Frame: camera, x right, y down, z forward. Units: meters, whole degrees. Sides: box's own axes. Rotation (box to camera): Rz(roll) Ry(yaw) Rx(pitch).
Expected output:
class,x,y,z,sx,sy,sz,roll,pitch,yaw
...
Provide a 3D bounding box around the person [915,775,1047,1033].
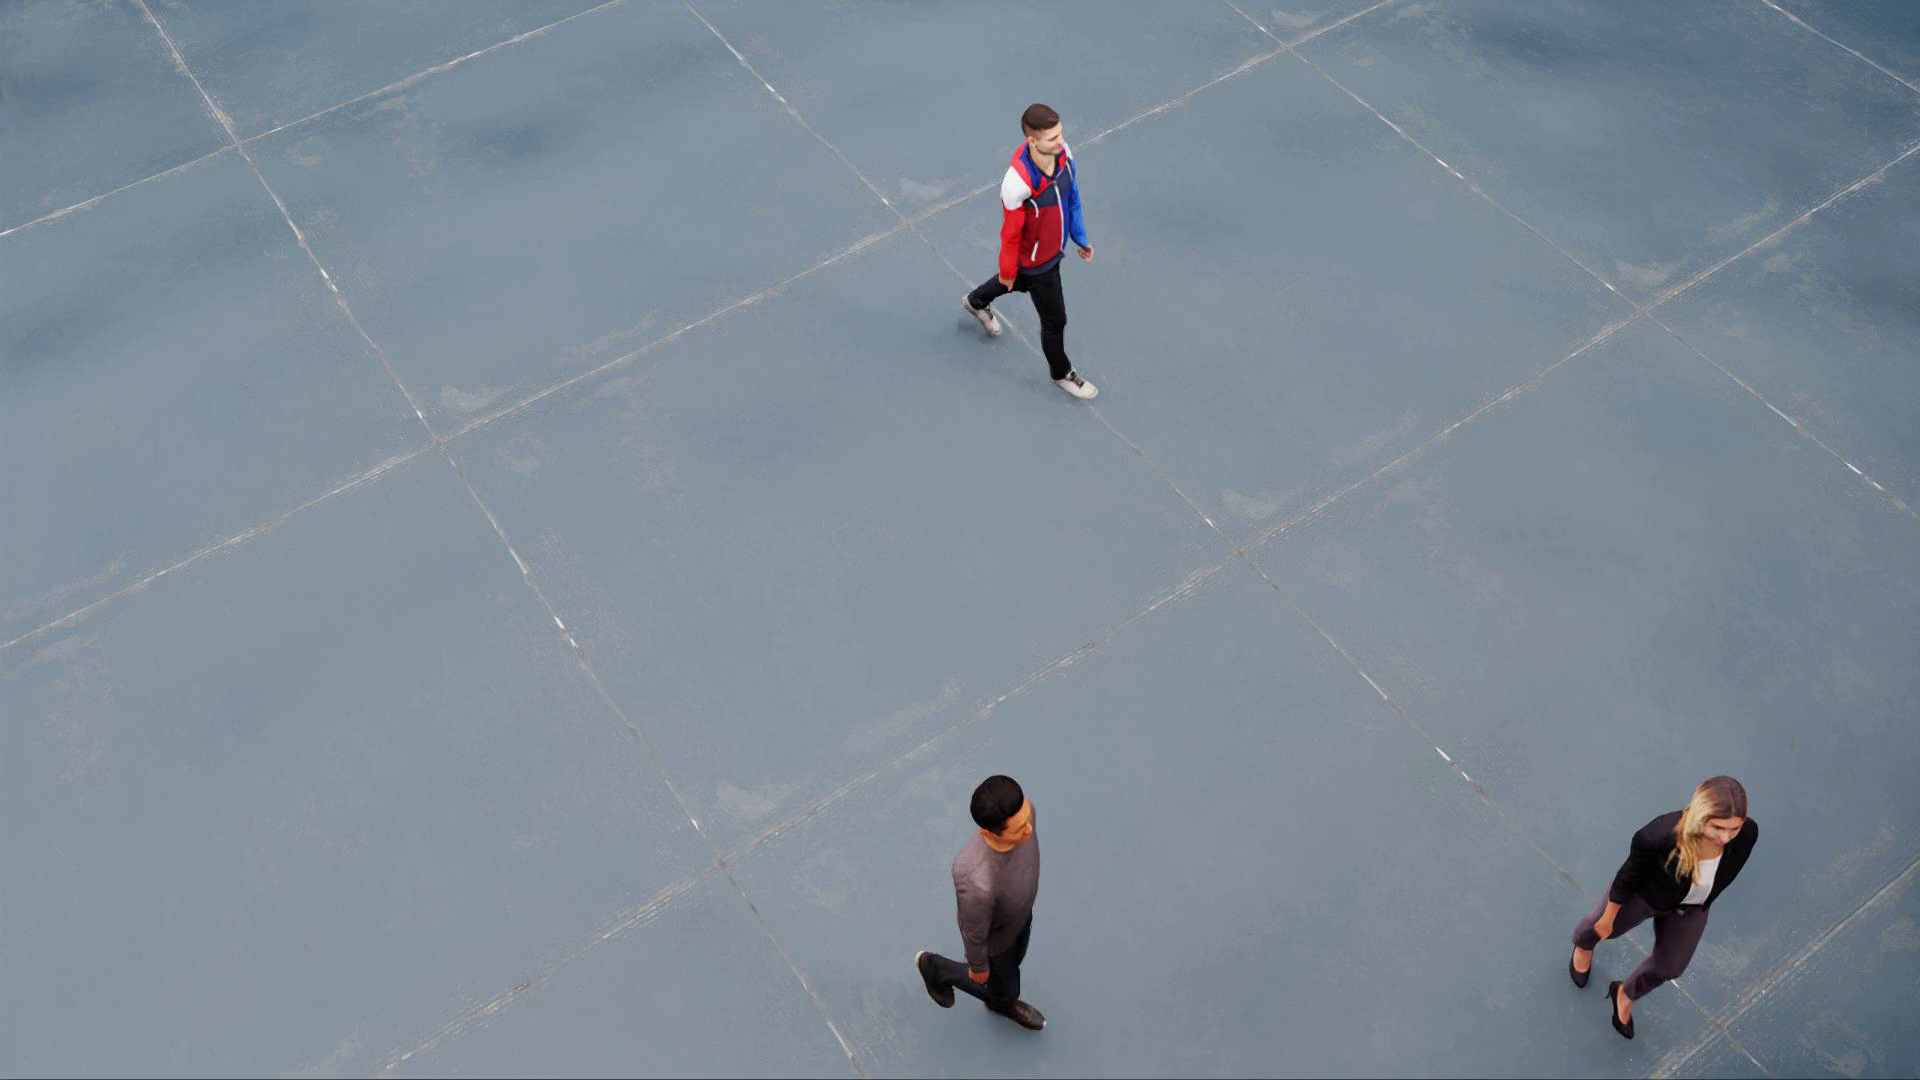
class,x,y,z,sx,sy,sz,roll,pitch,yaw
person,0.067,1.373,6.234,0.937,1.762,0.852,29,58,21

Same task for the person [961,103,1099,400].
class,x,y,z,sx,sy,sz,roll,pitch,yaw
person,0.321,-1.532,8.510,1.262,1.721,0.950,27,57,19

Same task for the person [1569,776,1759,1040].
class,x,y,z,sx,sy,sz,roll,pitch,yaw
person,2.633,1.294,6.362,0.763,1.658,0.819,-1,52,-1
